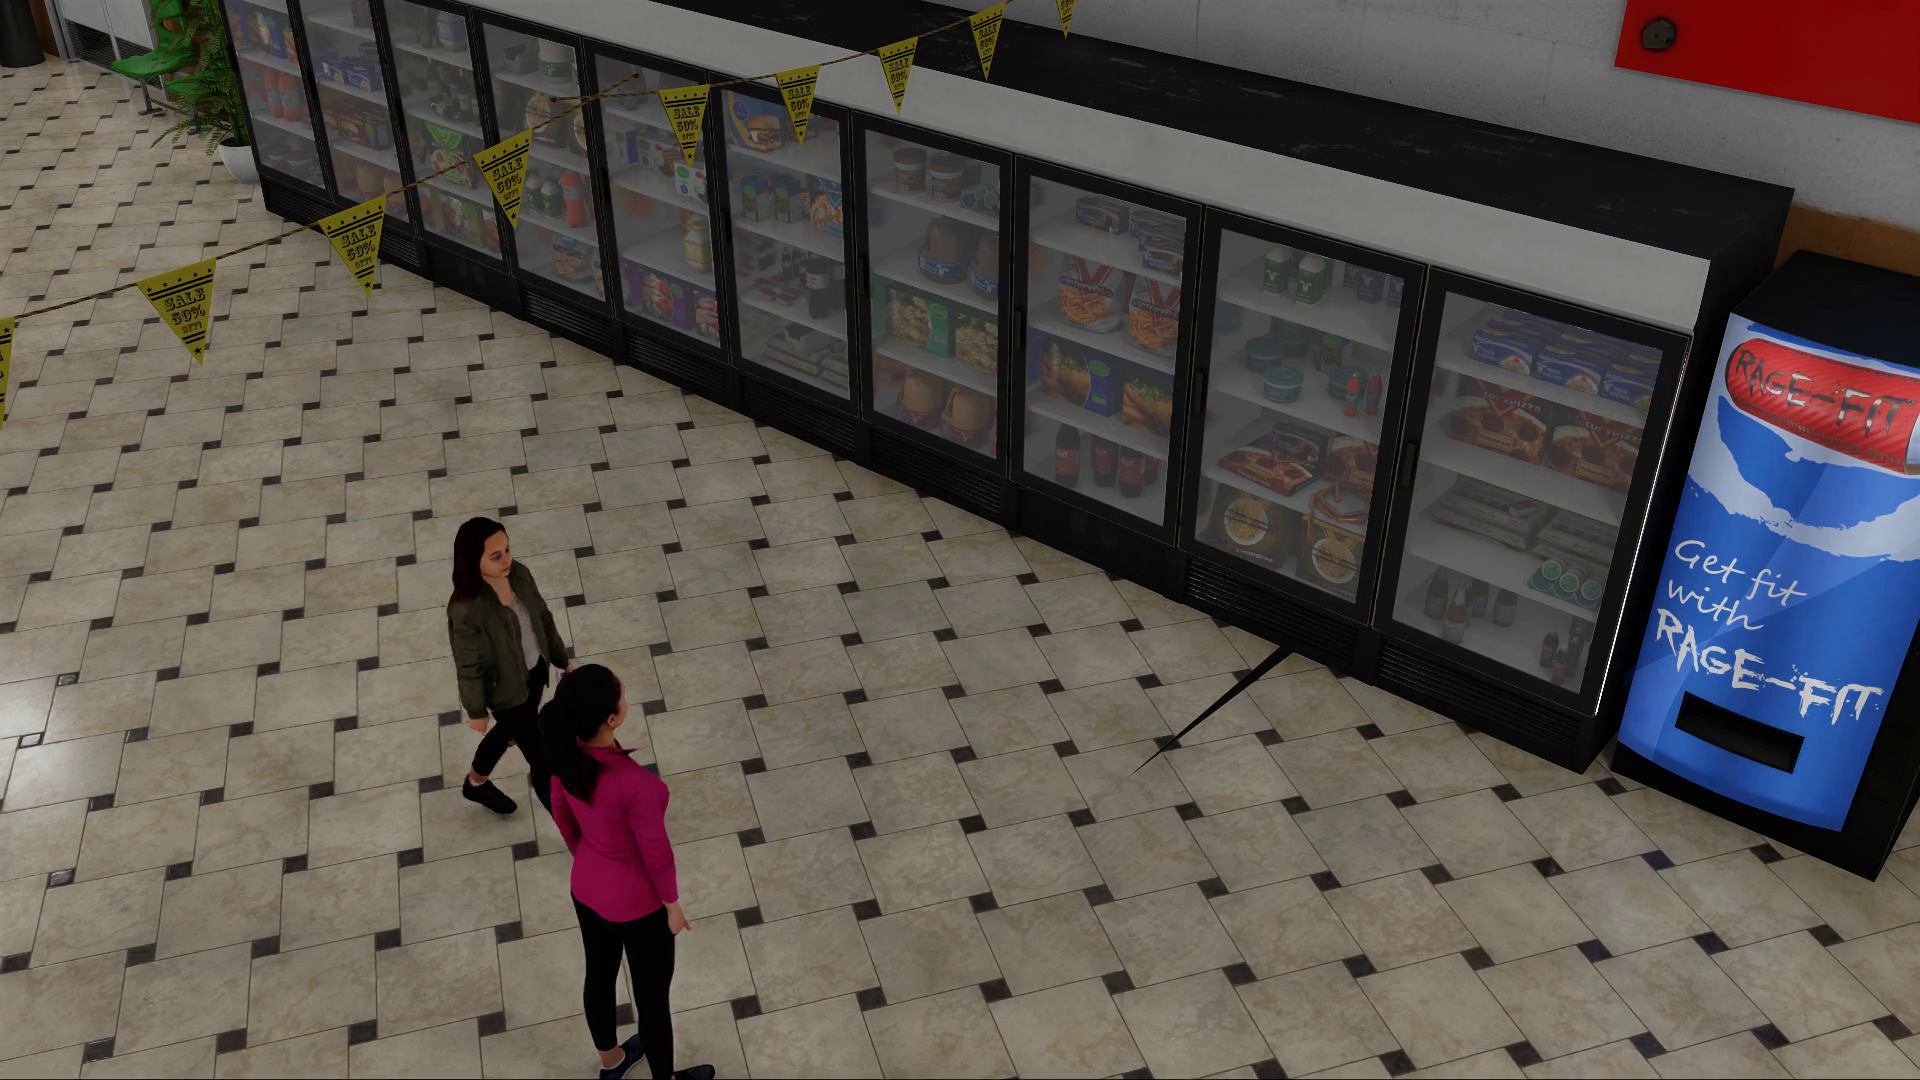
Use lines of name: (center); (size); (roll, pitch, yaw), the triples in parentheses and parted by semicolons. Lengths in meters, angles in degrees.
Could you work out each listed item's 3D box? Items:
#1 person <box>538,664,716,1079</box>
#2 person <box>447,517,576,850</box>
person: (-1.061, 1.096, 5.148); (0.595, 1.699, 0.581); (20, 37, 29)
person: (-1.745, 0.539, 6.283); (0.876, 1.445, 1.001); (11, 34, 17)
